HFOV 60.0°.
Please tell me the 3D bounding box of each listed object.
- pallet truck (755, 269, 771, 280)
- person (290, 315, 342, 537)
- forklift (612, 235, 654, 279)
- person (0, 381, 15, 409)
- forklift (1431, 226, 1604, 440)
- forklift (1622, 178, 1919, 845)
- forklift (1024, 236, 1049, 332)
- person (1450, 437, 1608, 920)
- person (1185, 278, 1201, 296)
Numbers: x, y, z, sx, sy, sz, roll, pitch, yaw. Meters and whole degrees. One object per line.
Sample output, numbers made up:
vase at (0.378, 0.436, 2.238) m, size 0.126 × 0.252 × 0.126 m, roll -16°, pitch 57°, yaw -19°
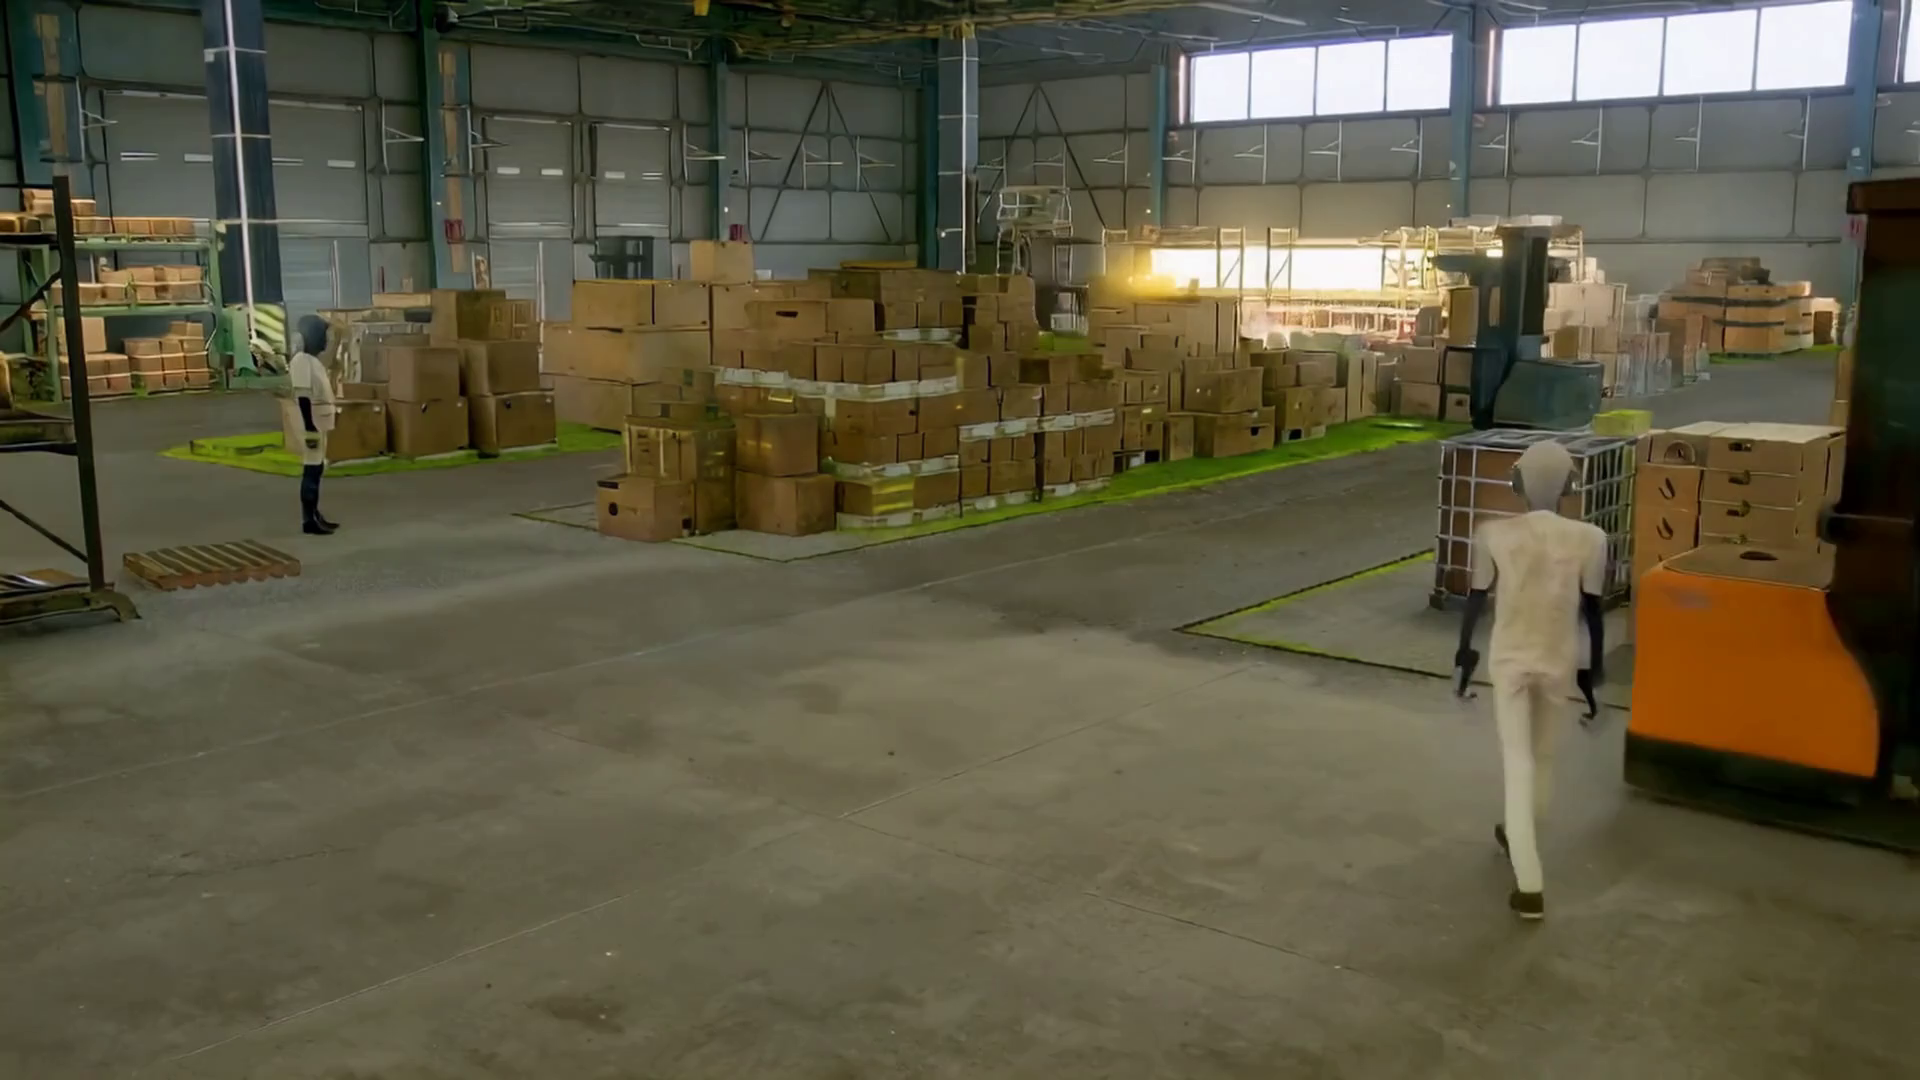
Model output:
pallet truck at (-4.996, -6.432, 45.525) m, size 1.885 × 1.965 × 0.823 m, roll -6°, pitch 12°, yaw -32°
person at (-5.720, -1.011, 14.746) m, size 0.362 × 1.963 × 0.614 m, roll -2°, pitch 10°, yaw -12°
forklift at (-7.300, -5.450, 37.421) m, size 1.873 × 2.768 × 1.129 m, roll 8°, pitch 13°, yaw 40°
person at (-13.732, -2.460, 23.499) m, size 0.993 × 1.787 × 0.546 m, roll -5°, pitch 11°, yaw -27°
forklift at (7.339, -2.688, 21.696) m, size 1.873 × 2.768 × 1.129 m, roll 8°, pitch 13°, yaw 40°
forklift at (4.105, -0.161, 7.311) m, size 1.873 × 2.768 × 1.129 m, roll 8°, pitch 13°, yaw 40°
forklift at (1.828, -5.663, 38.637) m, size 1.873 × 2.768 × 1.129 m, roll 2°, pitch 10°, yaw 12°
person at (2.230, 0.507, 6.542) m, size 0.551 × 1.823 × 0.975 m, roll 1°, pitch 10°, yaw 7°
person at (5.112, -4.754, 36.301) m, size 1.037 × 1.879 × 0.656 m, roll 5°, pitch 11°, yaw 28°
